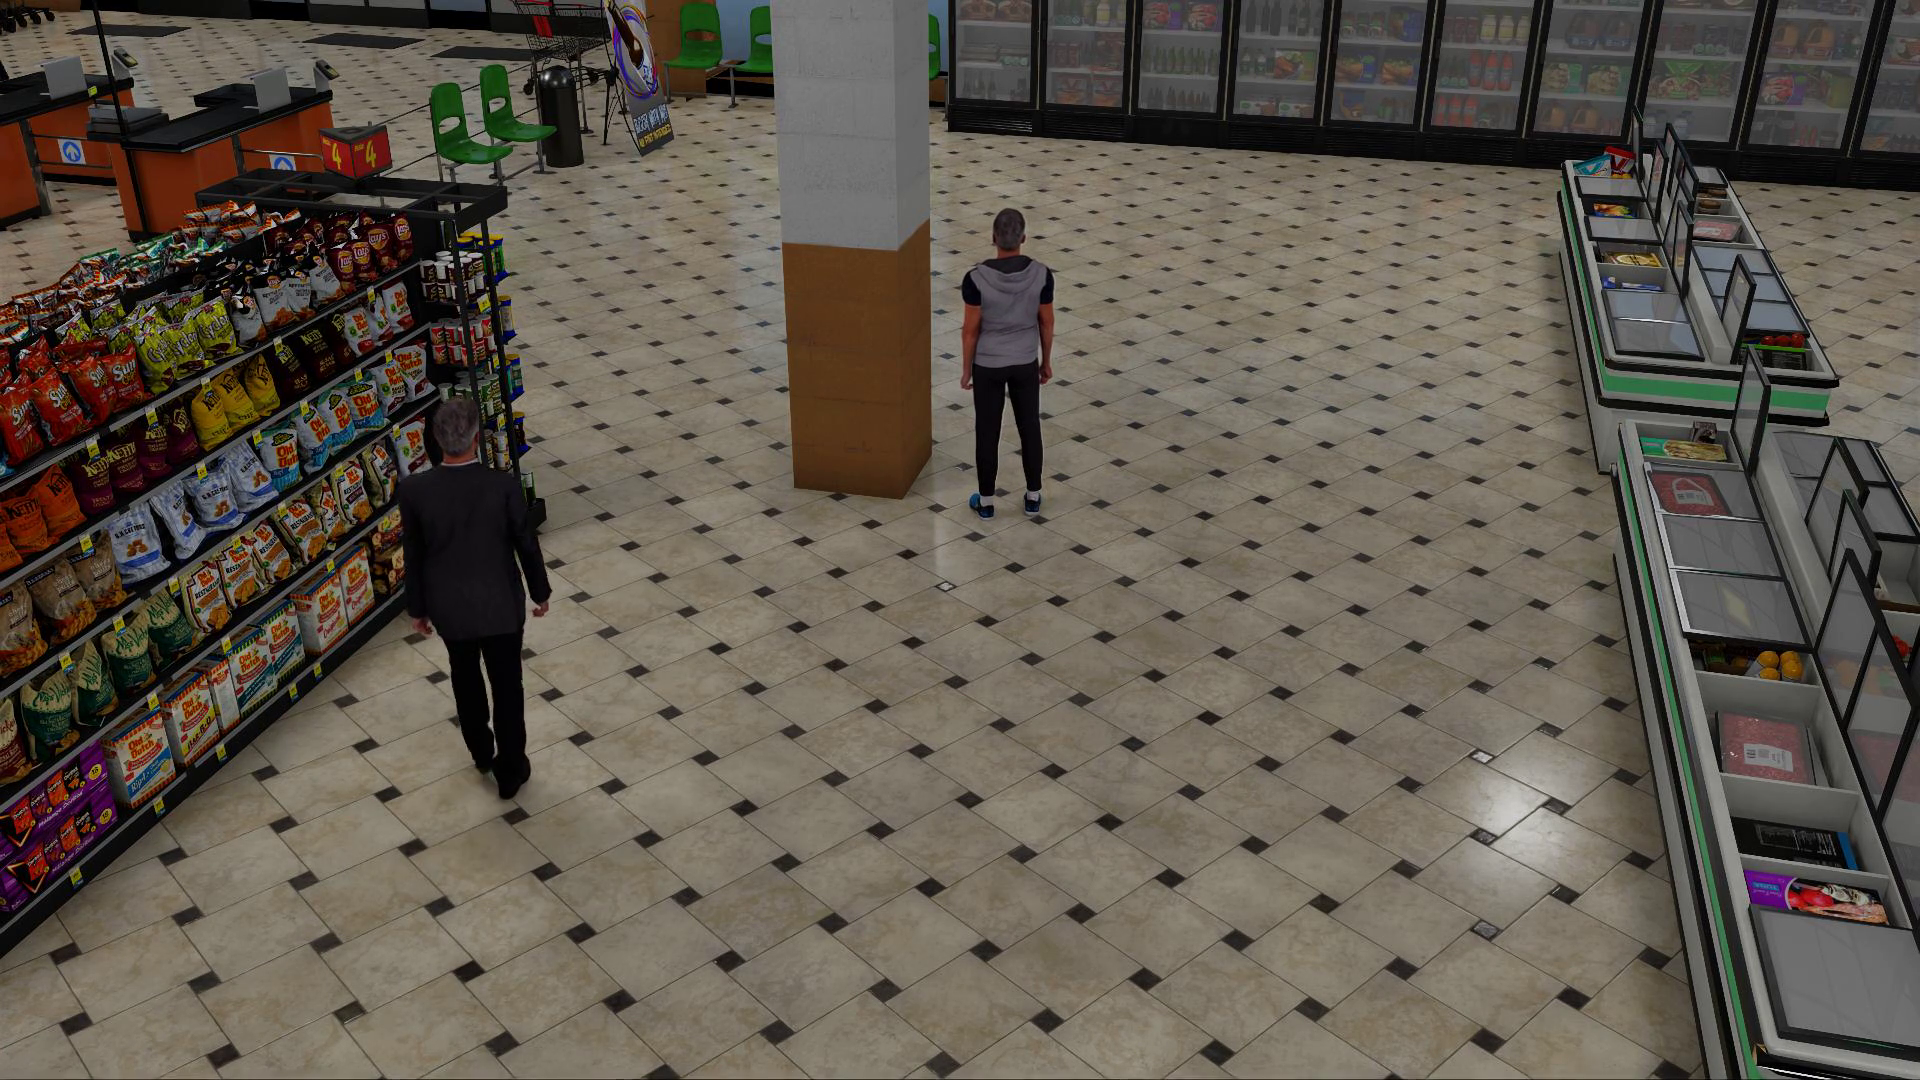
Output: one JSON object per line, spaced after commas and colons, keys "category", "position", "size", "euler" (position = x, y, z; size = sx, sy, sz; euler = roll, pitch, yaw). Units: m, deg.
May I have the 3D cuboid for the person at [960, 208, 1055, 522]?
{"category": "person", "position": [0.270, -0.991, 9.530], "size": [0.775, 1.827, 0.740], "euler": [-5, 27, -10]}

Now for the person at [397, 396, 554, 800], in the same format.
{"category": "person", "position": [-2.043, 0.299, 6.990], "size": [0.845, 1.824, 0.811], "euler": [-2, 27, -4]}
